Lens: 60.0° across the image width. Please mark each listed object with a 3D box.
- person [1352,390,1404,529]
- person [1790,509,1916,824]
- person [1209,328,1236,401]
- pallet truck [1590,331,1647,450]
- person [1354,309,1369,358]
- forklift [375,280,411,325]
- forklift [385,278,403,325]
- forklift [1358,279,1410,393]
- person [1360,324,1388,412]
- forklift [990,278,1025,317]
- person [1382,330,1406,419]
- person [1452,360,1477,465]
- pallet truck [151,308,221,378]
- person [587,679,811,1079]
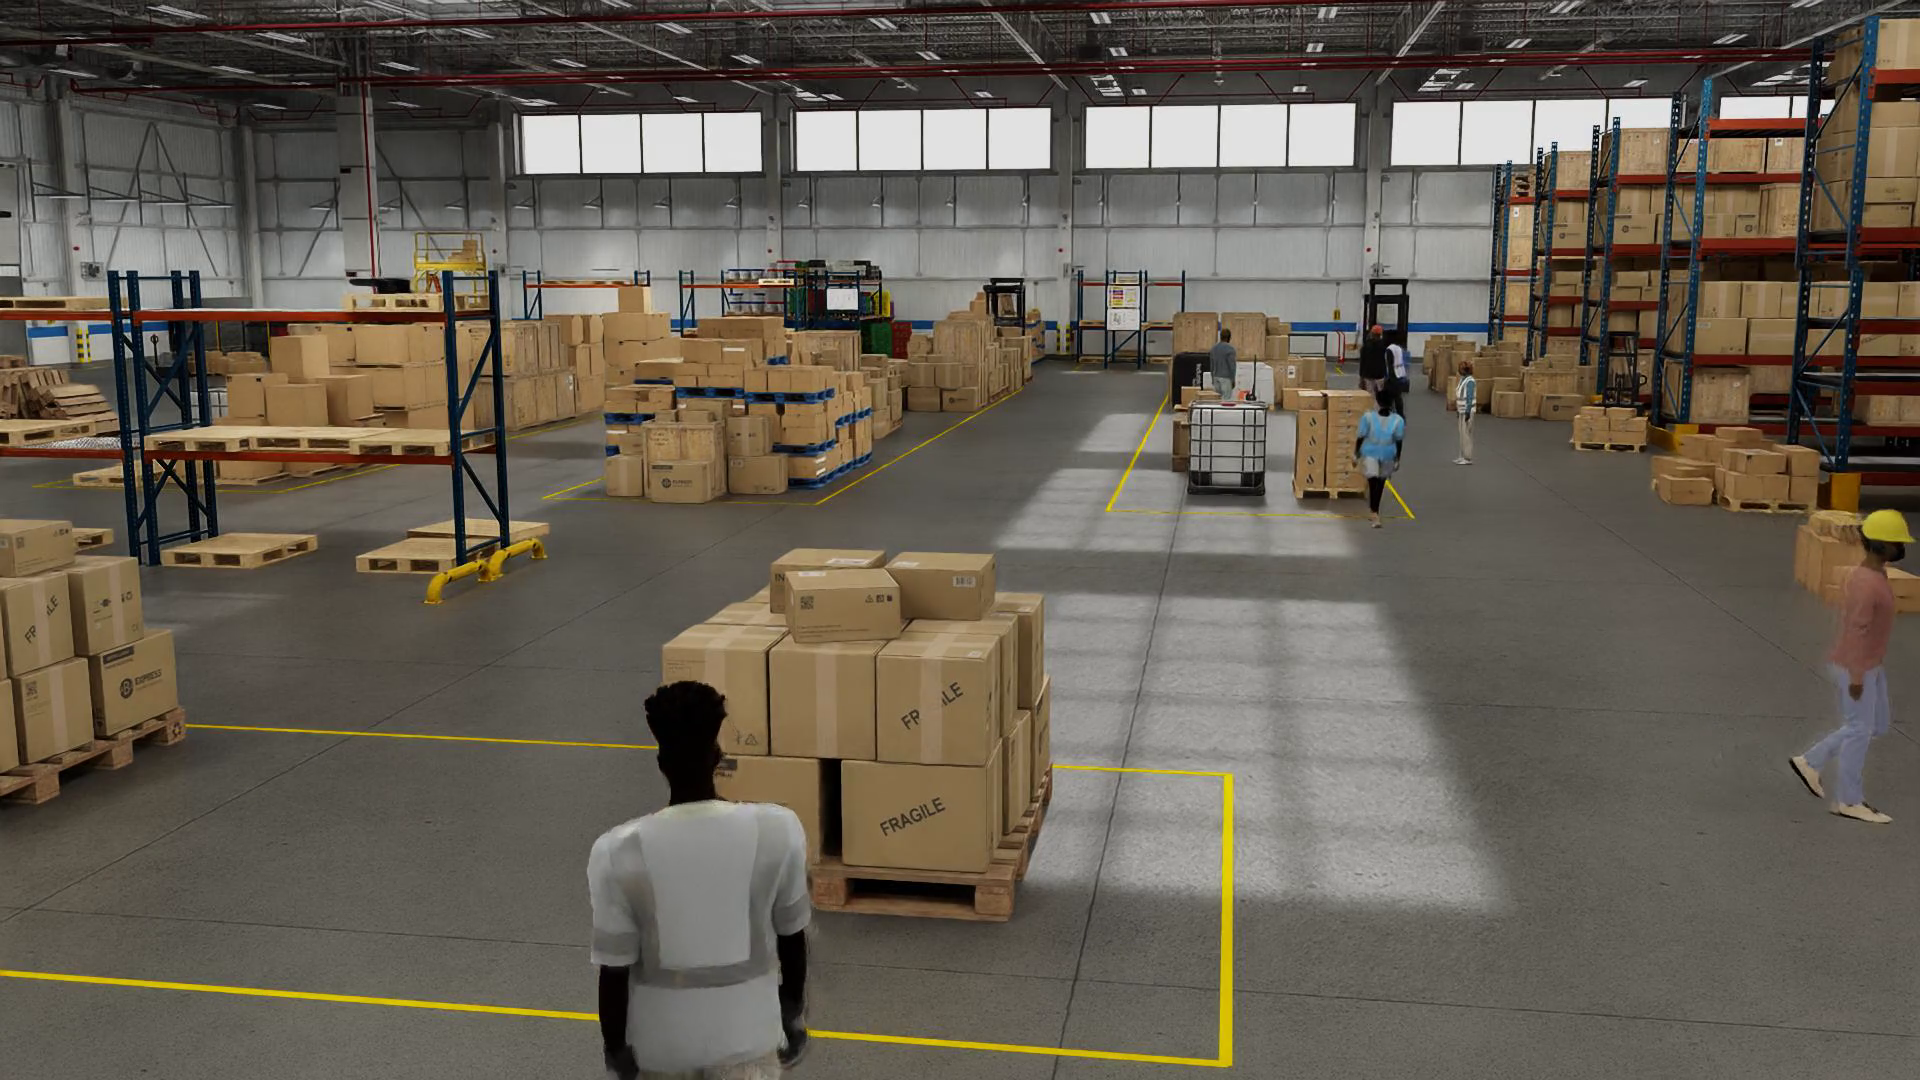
[{"bbox_3d":[4.982,-0.992,19.870,0.585,1.633,0.894,0,9,-1],"label":"person"},{"bbox_3d":[4.942,0.682,9.162,0.457,1.747,0.539,6,11,34],"label":"person"},{"bbox_3d":[5.036,-3.085,31.873,0.366,1.931,0.630,-7,12,-37],"label":"person"},{"bbox_3d":[11.253,-2.573,28.499,0.823,1.965,1.885,5,10,27],"label":"pallet truck"},{"bbox_3d":[11.900,-5.818,48.807,0.550,1.916,0.878,6,11,31],"label":"person"},{"bbox_3d":[-12.103,-4.173,35.650,1.873,2.768,1.129,1,9,9],"label":"forklift"},{"bbox_3d":[-14.915,-5.515,43.929,1.873,2.768,1.129,-3,10,-17],"label":"forklift"},{"bbox_3d":[10.598,-5.093,41.327,1.129,2.768,1.873,1,9,9],"label":"forklift"},{"bbox_3d":[8.163,-3.239,32.677,0.627,1.976,0.431,4,10,24],"label":"person"},{"bbox_3d":[1.321,-5.926,46.464,1.129,2.768,1.873,1,9,9],"label":"forklift"},{"bbox_3d":[8.413,-3.144,32.363,0.639,1.880,0.604,7,11,35],"label":"person"},{"bbox_3d":[7.921,-1.996,26.065,0.321,1.630,0.528,0,9,1],"label":"person"},{"bbox_3d":[-21.869,-5.598,47.154,0.823,1.965,1.885,4,10,26],"label":"pallet truck"},{"bbox_3d":[-0.686,1.347,4.514,0.607,1.942,0.782,-2,9,-12],"label":"person"}]
